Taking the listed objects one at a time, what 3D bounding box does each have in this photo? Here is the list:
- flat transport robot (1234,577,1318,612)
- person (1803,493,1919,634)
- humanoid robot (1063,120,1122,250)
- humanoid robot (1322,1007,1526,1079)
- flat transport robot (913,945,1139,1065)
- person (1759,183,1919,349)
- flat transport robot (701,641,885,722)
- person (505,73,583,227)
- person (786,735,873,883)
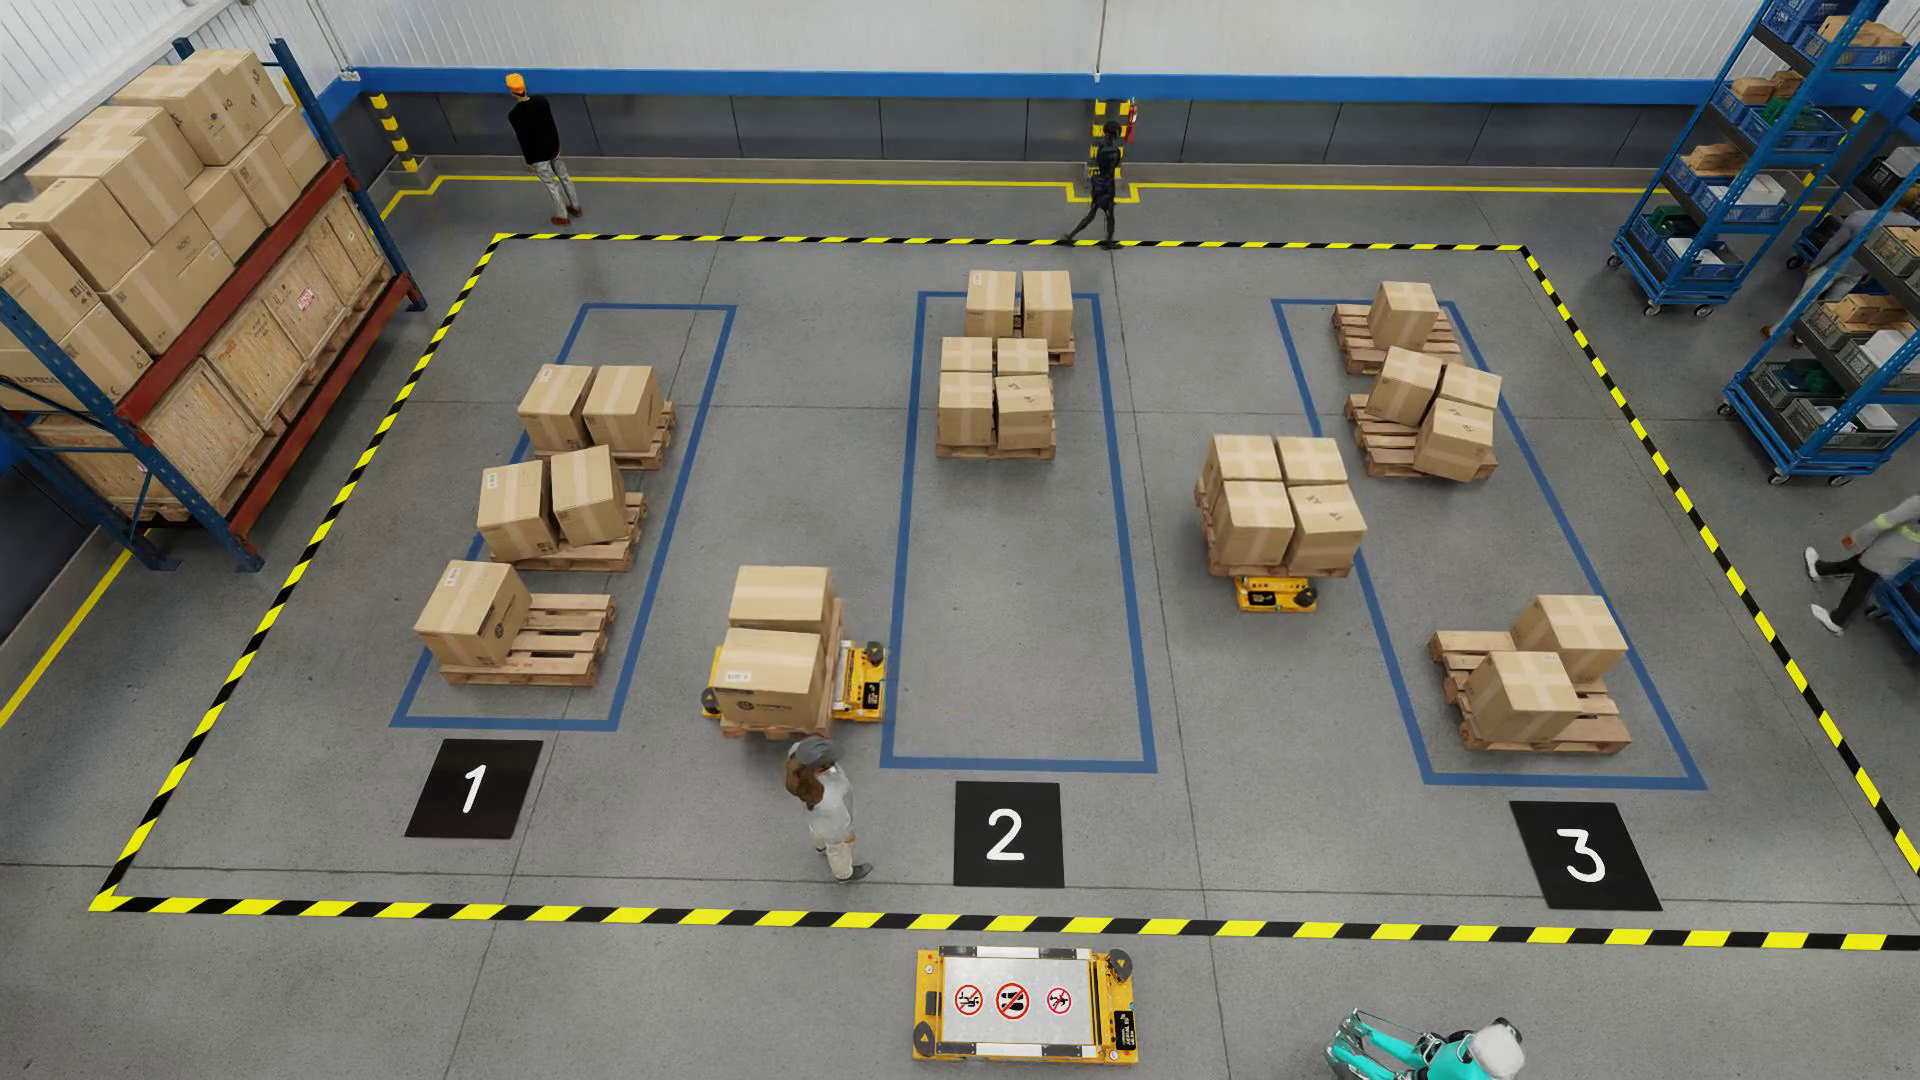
[{"bbox_3d":[2.810,0.023,8.449,0.652,0.197,1.431,1,51,1],"label":"flat transport robot"},{"bbox_3d":[7.652,-0.065,7.542,0.619,1.812,0.878,1,51,1],"label":"person"},{"bbox_3d":[1.683,-4.245,11.073,0.737,1.654,0.590,-7,51,-5],"label":"humanoid robot"},{"bbox_3d":[2.442,2.847,5.133,0.533,1.674,0.735,-35,59,-25],"label":"humanoid robot"},{"bbox_3d":[0.422,3.041,6.007,1.431,0.231,0.659,1,51,1],"label":"flat transport robot"},{"bbox_3d":[9.402,-2.890,9.765,0.629,1.940,0.373,16,53,13],"label":"person"},{"bbox_3d":[-1.356,1.143,7.536,1.431,0.197,0.652,1,51,1],"label":"flat transport robot"},{"bbox_3d":[-5.178,-4.812,11.370,0.385,1.880,0.585,24,55,18],"label":"person"},{"bbox_3d":[-0.885,1.781,6.065,0.396,1.767,0.573,-29,56,-21],"label":"person"}]
